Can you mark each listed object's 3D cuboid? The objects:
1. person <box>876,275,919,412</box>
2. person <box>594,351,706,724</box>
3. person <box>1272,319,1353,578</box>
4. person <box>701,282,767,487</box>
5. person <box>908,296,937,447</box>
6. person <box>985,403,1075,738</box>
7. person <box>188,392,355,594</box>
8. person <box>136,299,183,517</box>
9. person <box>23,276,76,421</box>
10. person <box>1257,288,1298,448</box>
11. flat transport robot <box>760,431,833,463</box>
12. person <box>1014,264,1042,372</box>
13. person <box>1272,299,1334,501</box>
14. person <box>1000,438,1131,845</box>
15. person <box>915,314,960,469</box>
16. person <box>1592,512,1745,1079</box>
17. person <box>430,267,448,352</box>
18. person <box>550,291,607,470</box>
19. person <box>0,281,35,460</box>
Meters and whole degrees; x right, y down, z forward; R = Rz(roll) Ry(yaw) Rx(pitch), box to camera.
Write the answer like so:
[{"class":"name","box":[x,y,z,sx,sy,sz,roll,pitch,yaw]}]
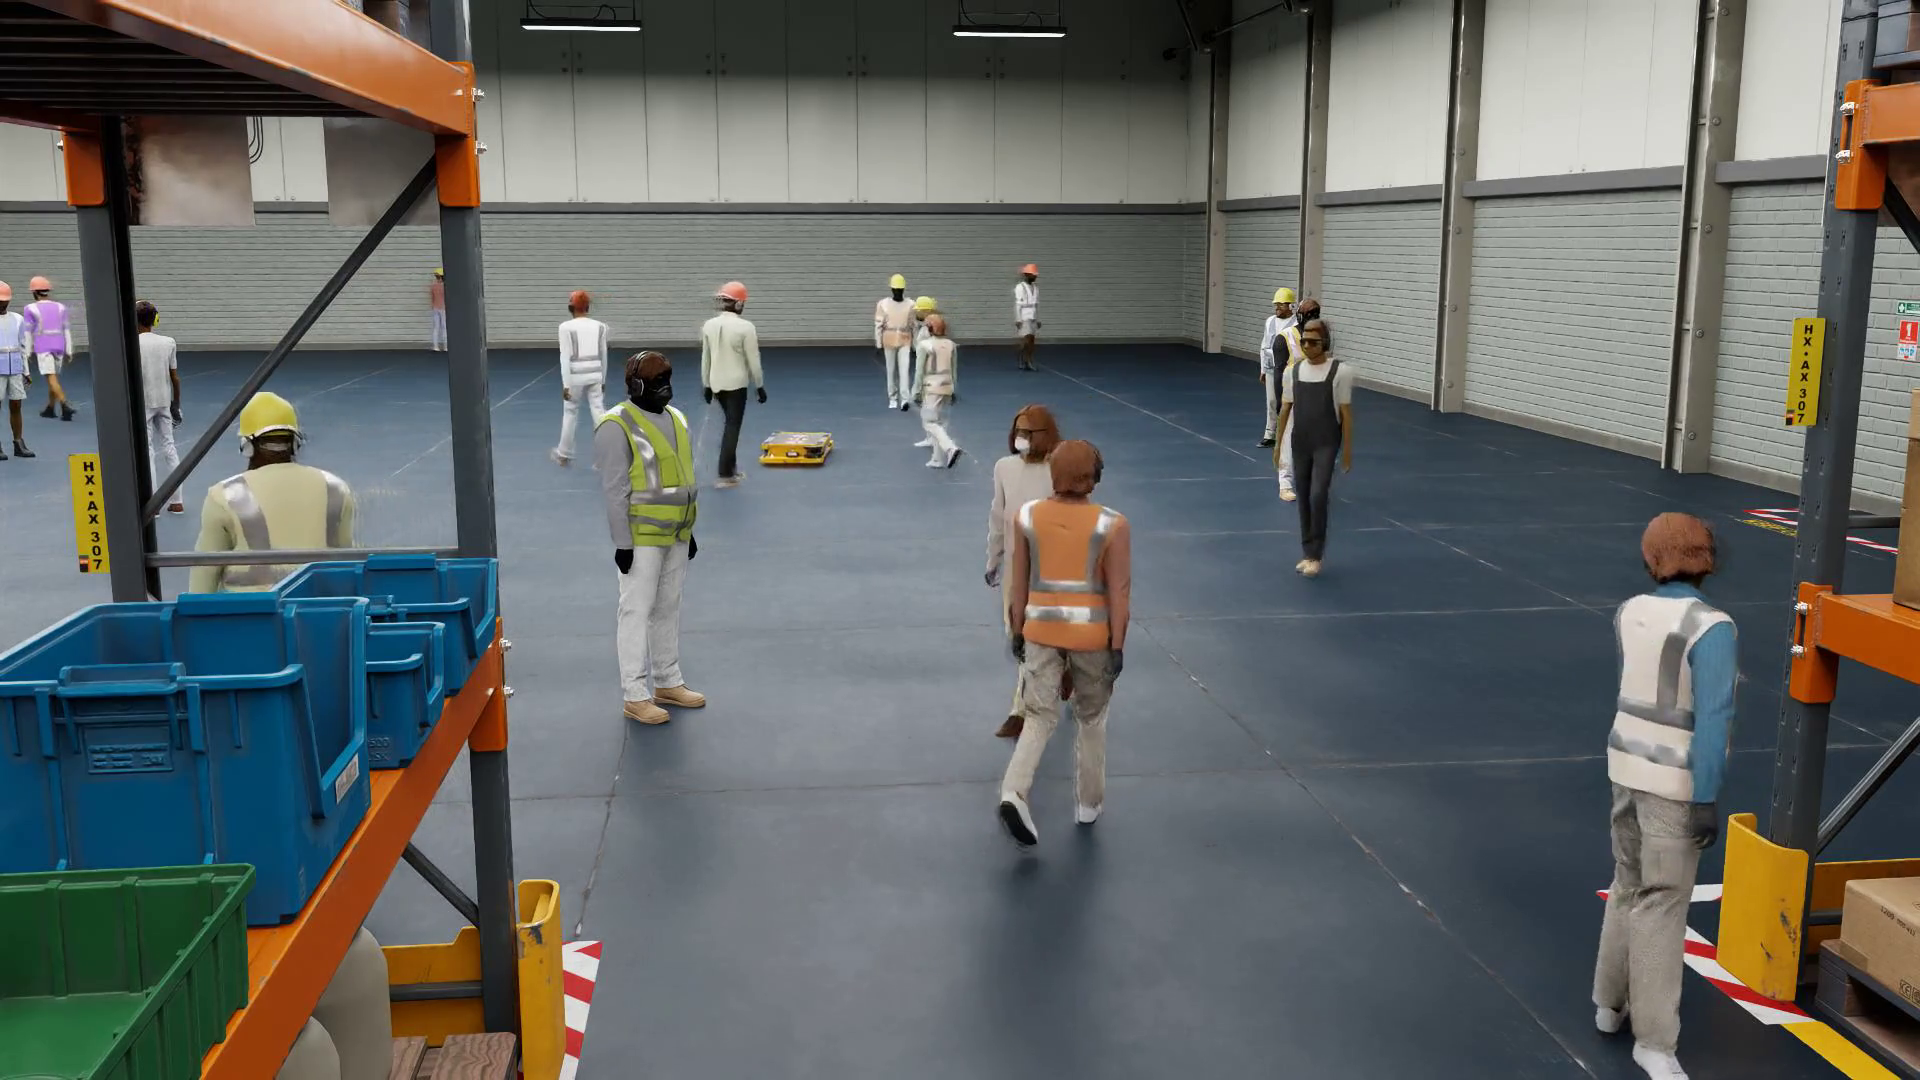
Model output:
[{"class":"person","box":[-0.863,-2.720,23.054,0.596,1.870,1.030,-1,10,-4]},{"class":"person","box":[-1.527,-0.022,8.343,0.429,1.844,0.626,5,11,25]},{"class":"person","box":[2.458,-0.637,11.751,0.534,1.821,0.643,7,13,35]},{"class":"person","box":[-2.149,-1.506,16.118,0.610,1.968,0.705,7,13,35]},{"class":"person","box":[-0.416,-1.912,19.014,0.377,1.731,0.489,0,10,-1]},{"class":"person","box":[0.391,0.122,8.174,0.505,1.615,0.681,10,14,44]},{"class":"person","box":[-2.785,0.303,6.682,0.910,1.782,0.609,8,13,38]},{"class":"person","box":[-6.971,-1.128,14.325,0.318,1.870,0.531,7,13,36]},{"class":"person","box":[-11.965,-2.517,21.895,0.957,1.901,0.555,7,12,34]},{"class":"person","box":[3.653,-1.937,18.861,0.590,1.833,0.403,9,14,41]},{"class":"flat transport robot","box":[-1.763,-1.011,18.072,0.652,0.197,1.431,0,10,1]},{"class":"person","box":[1.238,-3.960,29.682,0.387,1.926,0.579,8,13,39]},{"class":"person","box":[3.163,-1.280,15.240,0.627,1.844,0.429,-4,11,-22]},{"class":"person","box":[0.405,0.409,6.595,0.523,1.611,0.683,4,11,19]},{"class":"person","box":[-0.189,-1.513,17.131,0.524,1.625,0.598,-10,14,-43]},{"class":"person","box":[2.069,0.738,4.818,0.324,1.608,0.648,-1,10,-6]},{"class":"person","box":[-10.850,-4.820,34.857,0.533,1.766,0.329,6,12,30]},{"class":"person","box":[-3.935,-1.653,17.271,0.597,1.833,0.976,-9,14,-42]},{"class":"person","box":[-10.348,-1.834,18.031,0.374,1.929,0.542,7,12,34]}]
